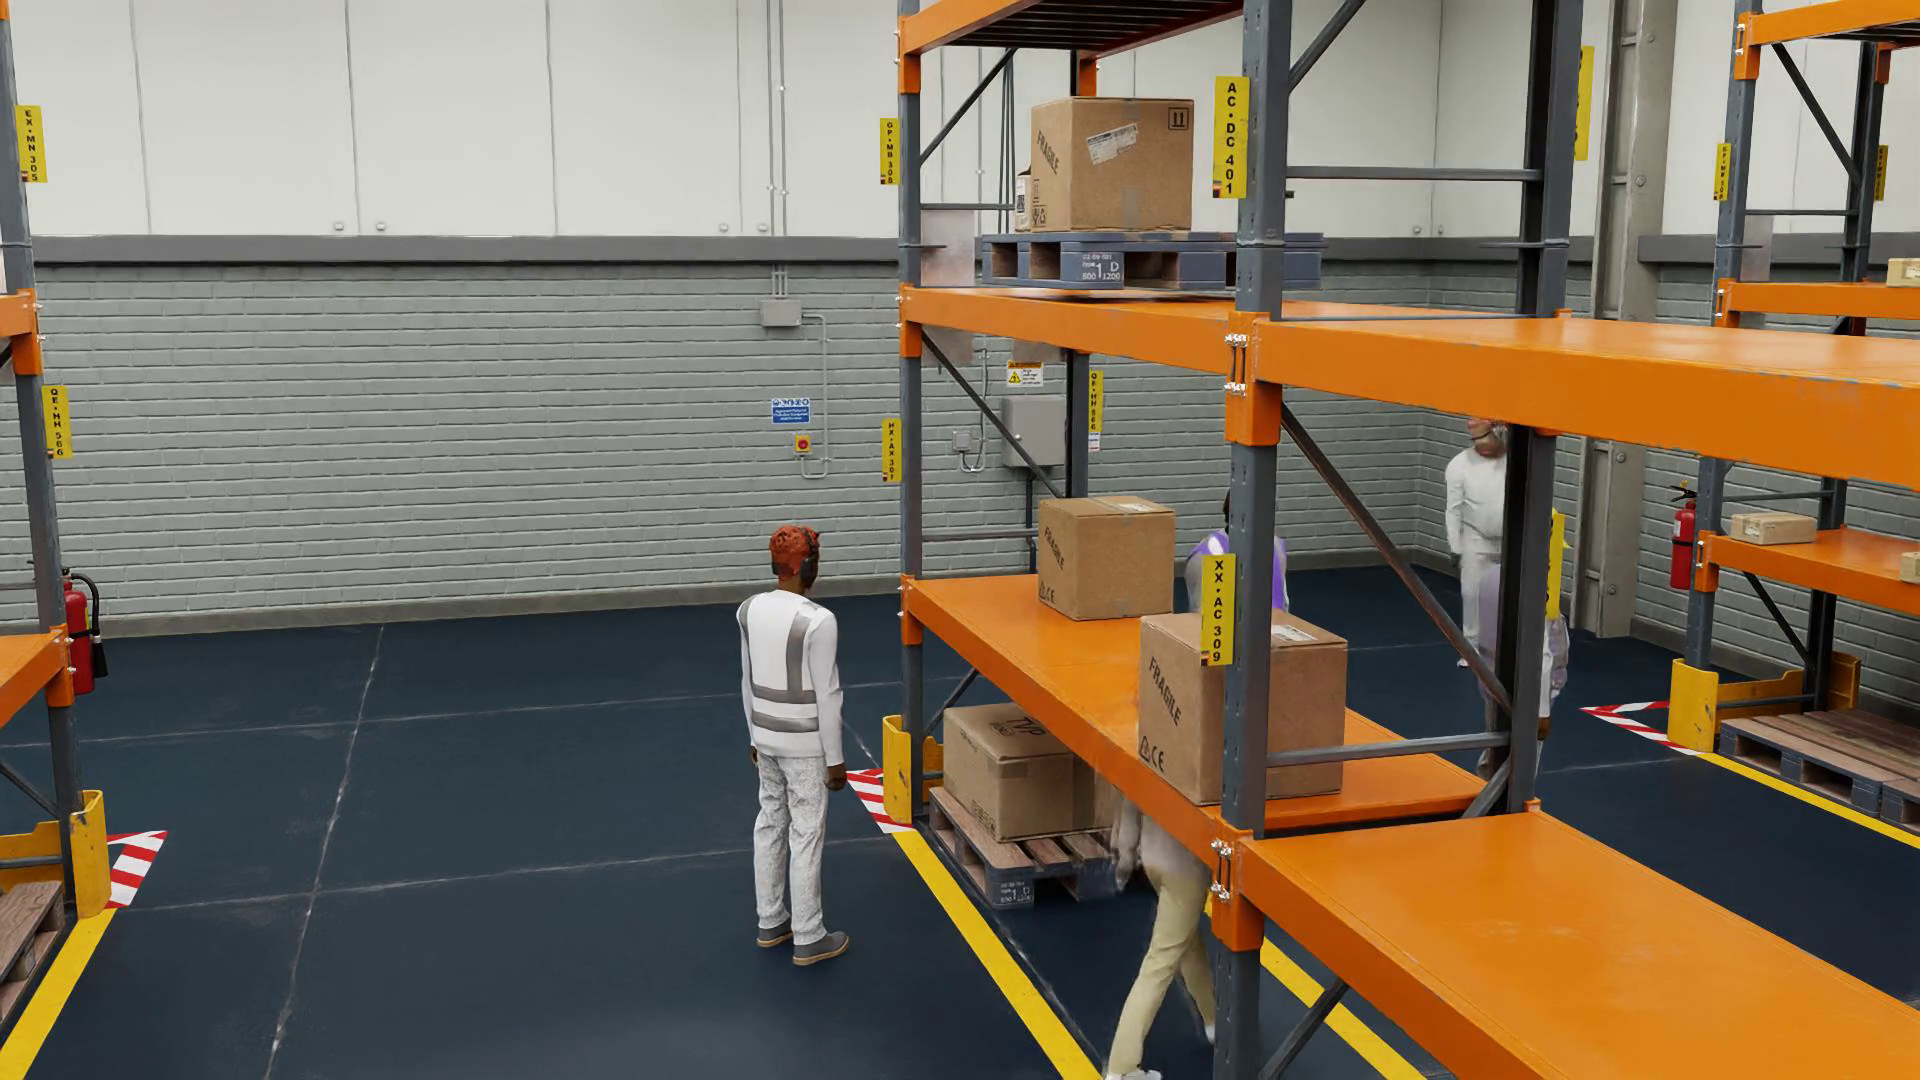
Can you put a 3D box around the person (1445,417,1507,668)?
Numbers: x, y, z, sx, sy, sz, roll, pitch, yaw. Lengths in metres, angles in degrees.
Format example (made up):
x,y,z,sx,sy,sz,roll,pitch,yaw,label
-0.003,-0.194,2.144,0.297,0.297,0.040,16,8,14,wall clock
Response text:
x,y,z,sx,sy,sz,roll,pitch,yaw,label
3.901,0.013,12.020,0.804,1.864,0.447,0,10,-1,person

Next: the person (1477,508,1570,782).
x,y,z,sx,sy,sz,roll,pitch,yaw,label
2.698,0.738,7.991,0.403,1.822,0.587,-1,10,-5,person

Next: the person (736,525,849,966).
x,y,z,sx,sy,sz,roll,pitch,yaw,label
-0.708,0.866,7.105,0.575,1.880,0.358,9,14,42,person

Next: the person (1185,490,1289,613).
x,y,z,sx,sy,sz,roll,pitch,yaw,label
1.466,0.616,8.666,0.620,1.836,0.429,-6,12,-31,person

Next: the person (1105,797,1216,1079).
x,y,z,sx,sy,sz,roll,pitch,yaw,label
0.831,1.192,6.069,0.831,1.580,0.490,-6,12,-32,person
